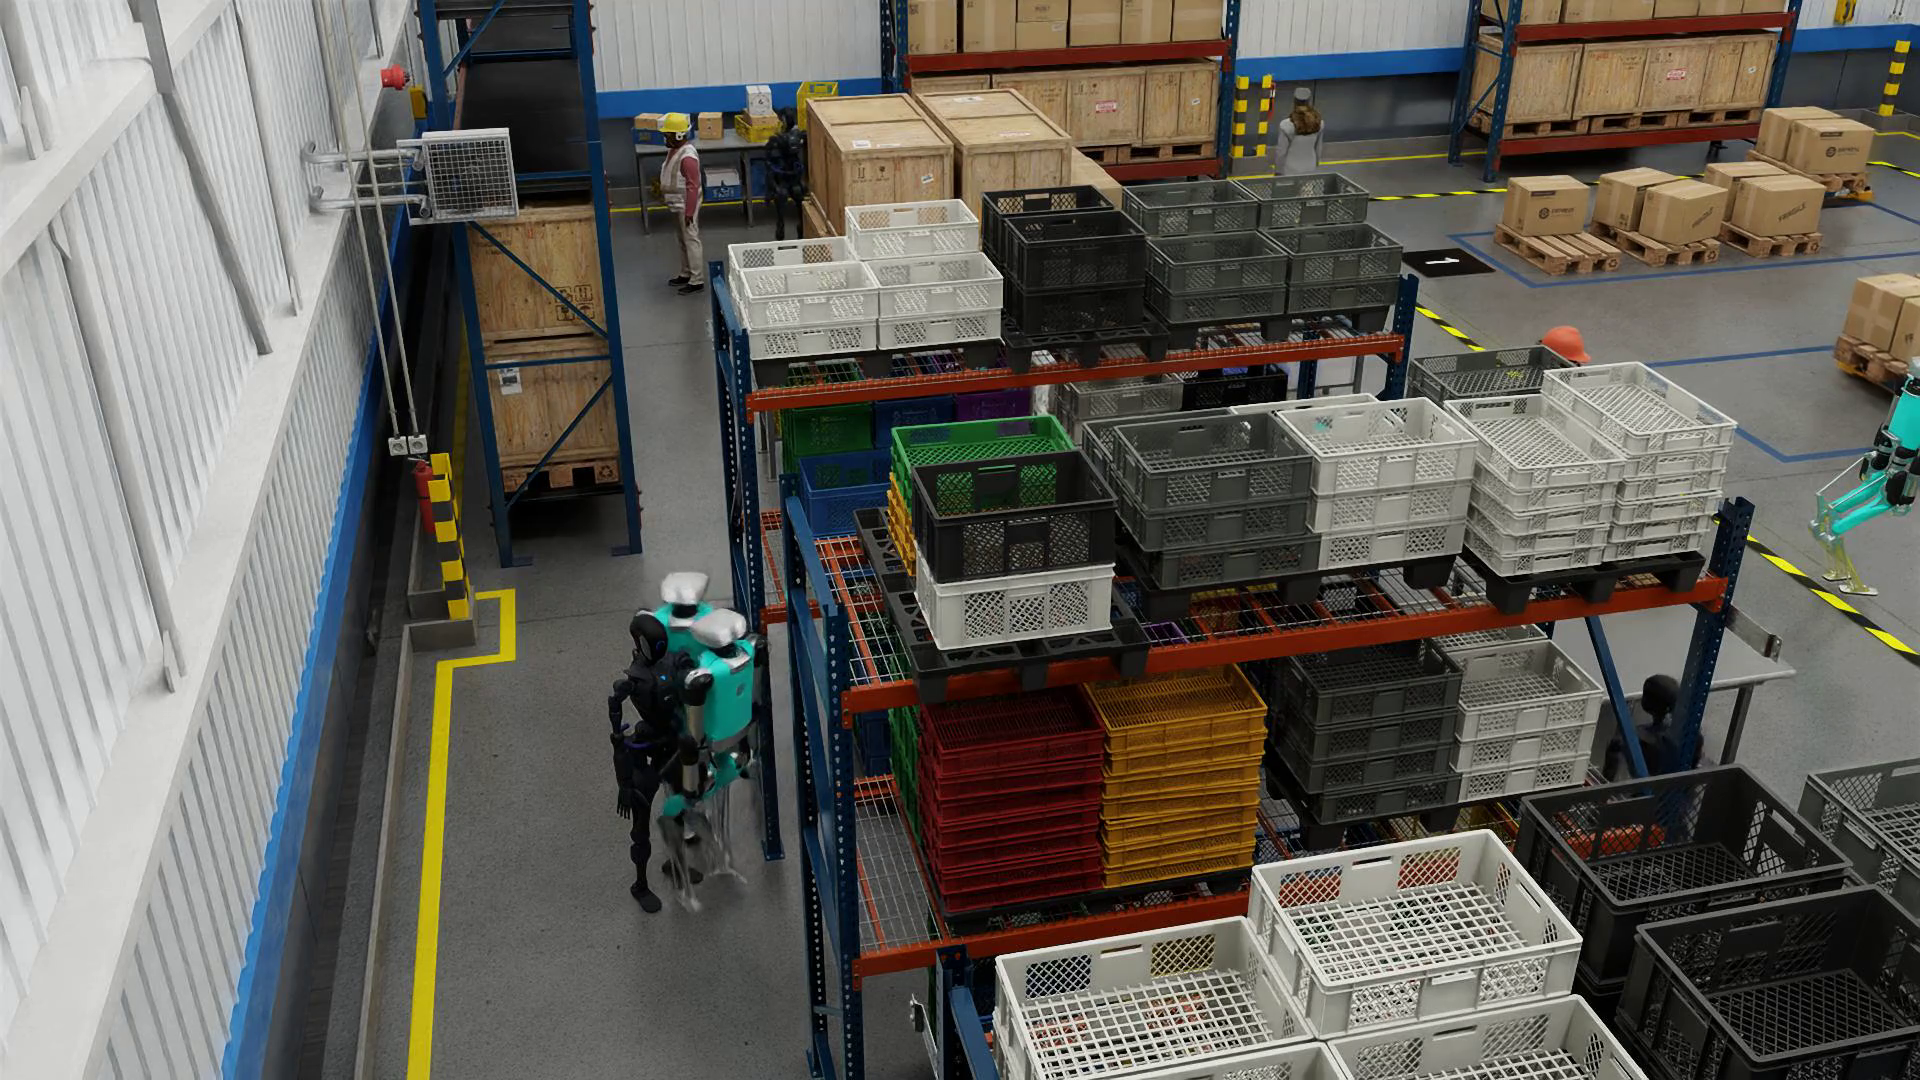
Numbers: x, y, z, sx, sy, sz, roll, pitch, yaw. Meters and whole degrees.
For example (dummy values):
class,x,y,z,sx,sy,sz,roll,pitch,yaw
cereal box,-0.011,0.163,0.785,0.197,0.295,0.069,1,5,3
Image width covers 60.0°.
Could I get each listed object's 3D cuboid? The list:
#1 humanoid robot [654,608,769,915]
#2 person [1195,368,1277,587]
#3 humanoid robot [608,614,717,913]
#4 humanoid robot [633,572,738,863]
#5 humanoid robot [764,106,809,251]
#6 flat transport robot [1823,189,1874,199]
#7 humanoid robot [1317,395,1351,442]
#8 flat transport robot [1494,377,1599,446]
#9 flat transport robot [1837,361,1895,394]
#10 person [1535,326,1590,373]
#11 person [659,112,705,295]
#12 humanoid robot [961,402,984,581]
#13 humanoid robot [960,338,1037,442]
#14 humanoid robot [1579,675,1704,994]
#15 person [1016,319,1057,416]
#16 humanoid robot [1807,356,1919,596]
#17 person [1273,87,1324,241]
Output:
class,x,y,z,sx,sy,sz,roll,pitch,yaw
humanoid robot,-1.338,1.095,8.397,0.761,1.785,0.530,18,33,30
person,1.752,-0.246,10.777,1.004,1.899,0.610,-12,30,-21
humanoid robot,-1.523,1.100,8.432,0.315,1.657,0.599,22,35,36
humanoid robot,-1.375,0.861,8.838,0.535,1.780,0.752,0,28,0
humanoid robot,-1.845,-3.829,17.797,0.611,1.638,0.389,-20,34,-33
flat transport robot,10.230,-4.285,20.146,1.431,0.197,0.652,-5,28,-10
humanoid robot,2.145,-0.159,10.806,0.543,1.809,0.854,-20,34,-33
flat transport robot,4.780,-1.036,14.013,0.659,0.231,1.431,-6,28,-12
flat transport robot,8.515,-1.385,14.645,0.652,0.197,1.431,-6,28,-12
person,3.817,-0.450,11.010,0.401,2.036,0.600,15,31,26
person,-2.813,-3.403,16.824,0.404,1.832,0.590,-12,30,-22
humanoid robot,-0.029,-0.233,10.977,0.375,1.633,0.610,-3,28,-6
humanoid robot,0.299,-0.504,11.322,0.531,1.690,0.744,-4,28,-7
humanoid robot,3.252,1.348,8.018,0.611,1.621,0.770,-8,29,-15
person,0.567,-1.260,12.707,0.341,1.879,0.583,4,28,7
humanoid robot,6.062,-0.428,11.139,0.735,1.677,0.533,-1,28,-2
person,3.655,-4.010,18.044,0.574,1.767,0.394,-11,30,-20
